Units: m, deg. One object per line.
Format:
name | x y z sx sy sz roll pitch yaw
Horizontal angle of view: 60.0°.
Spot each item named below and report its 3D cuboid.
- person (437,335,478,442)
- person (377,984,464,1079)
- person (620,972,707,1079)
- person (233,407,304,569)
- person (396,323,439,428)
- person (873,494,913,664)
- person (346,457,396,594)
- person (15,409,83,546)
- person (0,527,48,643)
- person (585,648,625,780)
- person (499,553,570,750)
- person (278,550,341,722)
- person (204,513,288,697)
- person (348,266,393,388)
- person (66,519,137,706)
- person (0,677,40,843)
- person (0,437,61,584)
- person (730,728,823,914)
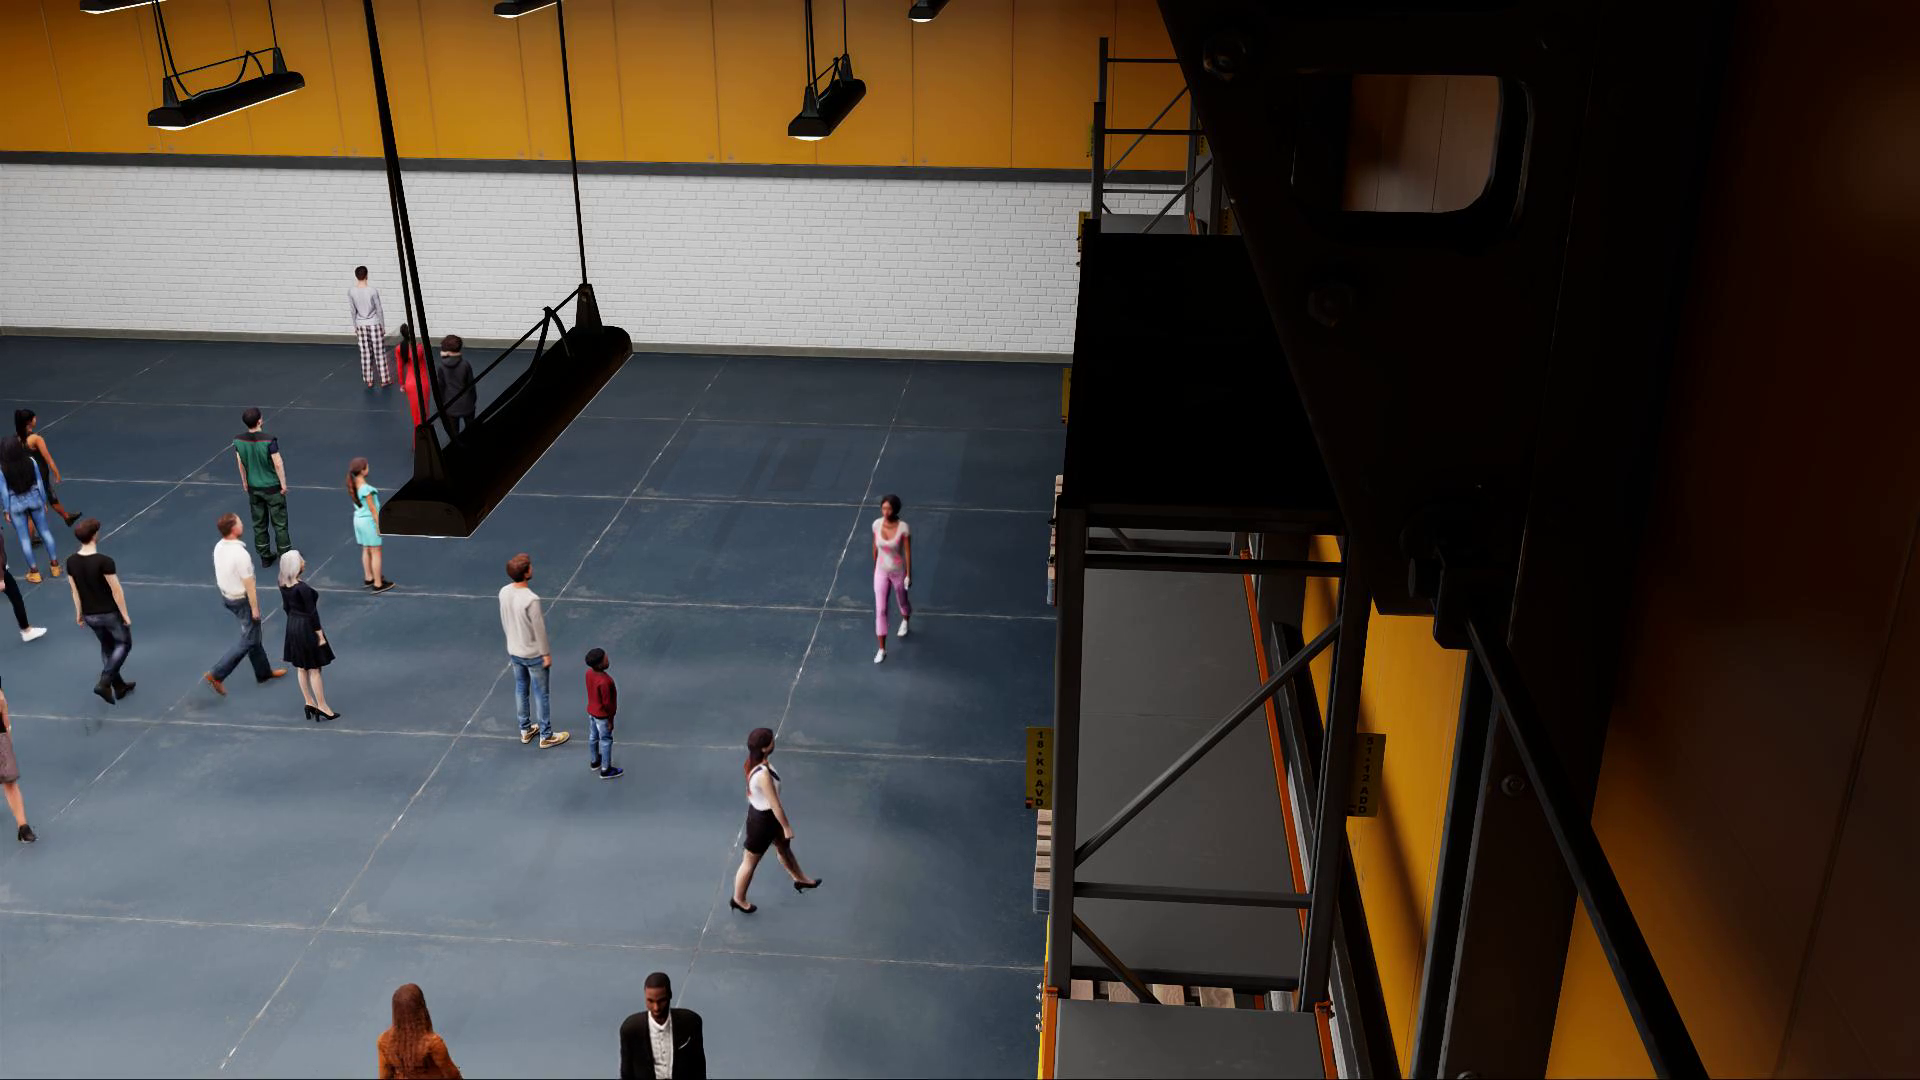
person | -6.630 -1.846 22.007 0.698 1.778 0.686 -6 24 -13
person | -3.238 3.483 9.946 0.768 1.674 1.164 7 25 15
person | -1.781 3.370 10.050 0.721 1.799 0.671 -5 24 -11
person | -7.953 -0.609 19.027 0.672 1.900 0.569 3 24 7
person | -7.346 -2.018 22.437 0.649 1.750 1.076 3 24 6
person | -0.665 0.336 17.118 0.724 1.697 1.190 6 24 14
person | -6.593 -0.185 18.482 0.656 1.558 0.702 20 31 38
person | -10.954 -0.717 19.618 0.848 1.624 1.167 10 26 22
person | -9.999 0.377 17.053 0.971 1.673 1.169 15 28 31
person | -3.230 1.538 14.923 0.634 1.252 0.575 -19 30 -37
person | -3.976 1.018 15.298 0.753 1.904 0.754 14 27 30
person | -6.201 0.900 15.765 0.694 1.747 0.717 16 28 32
person | -7.116 0.644 16.239 1.051 1.838 1.166 20 31 38
person | -8.907 -3.220 25.066 0.646 1.848 0.566 -1 24 -2
person | -8.262 0.746 15.952 0.689 1.879 0.928 2 24 5
person | -8.249 1.655 13.960 1.227 1.810 1.255 -21 31 -39
person | -10.483 -0.356 18.682 0.660 1.712 0.734 -21 31 -39
person | -1.613 2.225 12.899 0.910 1.616 1.017 -8 25 -17
